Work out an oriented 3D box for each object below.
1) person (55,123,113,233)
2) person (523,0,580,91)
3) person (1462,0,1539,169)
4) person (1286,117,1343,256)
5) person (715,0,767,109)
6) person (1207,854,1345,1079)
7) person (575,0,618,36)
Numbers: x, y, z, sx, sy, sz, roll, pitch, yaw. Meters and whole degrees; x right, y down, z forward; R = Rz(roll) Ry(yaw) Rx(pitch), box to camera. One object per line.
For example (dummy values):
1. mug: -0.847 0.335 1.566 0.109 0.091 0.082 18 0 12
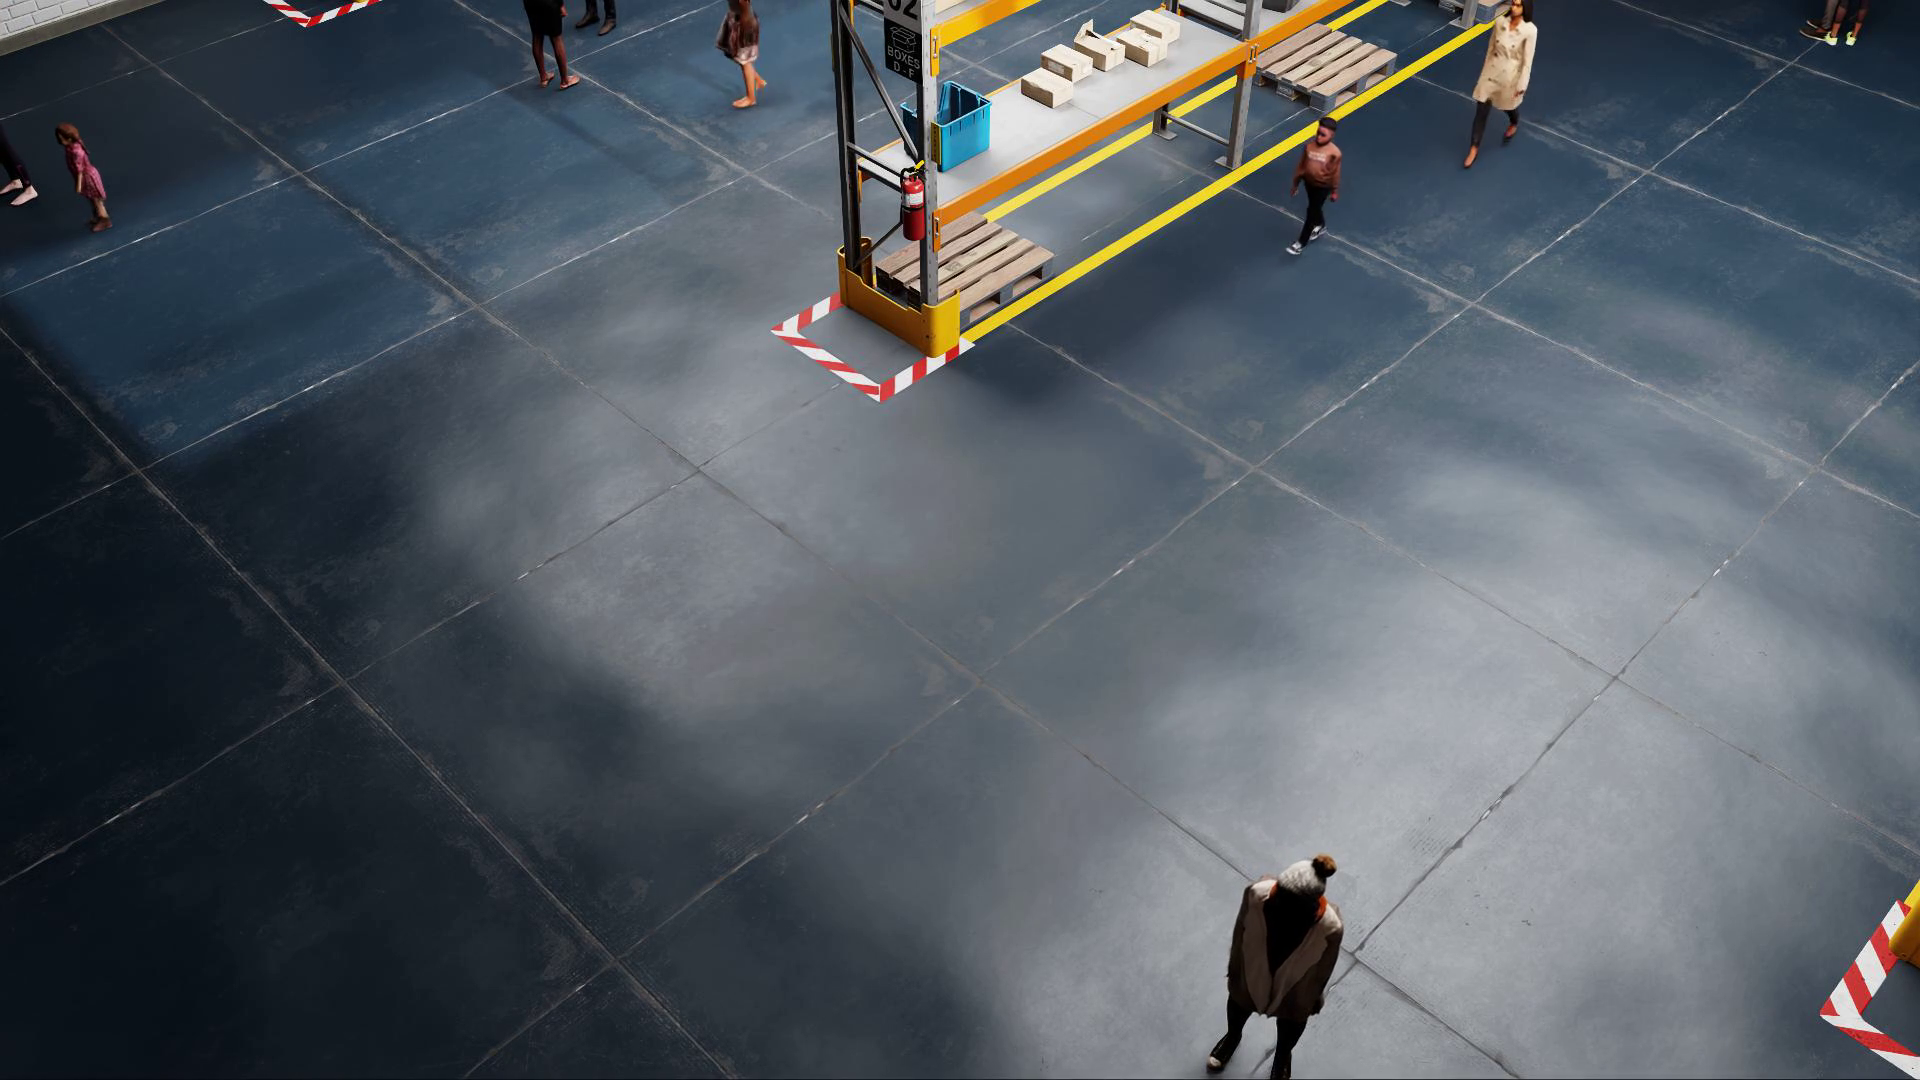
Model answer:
1. person: -7.665 -3.204 14.643 0.511 1.018 0.473 -23 48 -22
2. person: -4.096 -5.251 16.282 0.686 1.720 0.675 12 45 12
3. person: 5.050 -4.261 15.295 0.643 1.650 1.029 35 53 31
4. person: 3.128 -3.102 14.388 0.552 1.221 0.873 32 52 29
5. person: -2.028 -4.959 16.036 0.832 1.638 0.797 -14 45 -14
6. person: 1.622 2.139 8.401 0.778 1.892 0.788 18 46 18
7. person: -3.841 -6.170 17.137 0.695 1.871 0.589 27 50 25
